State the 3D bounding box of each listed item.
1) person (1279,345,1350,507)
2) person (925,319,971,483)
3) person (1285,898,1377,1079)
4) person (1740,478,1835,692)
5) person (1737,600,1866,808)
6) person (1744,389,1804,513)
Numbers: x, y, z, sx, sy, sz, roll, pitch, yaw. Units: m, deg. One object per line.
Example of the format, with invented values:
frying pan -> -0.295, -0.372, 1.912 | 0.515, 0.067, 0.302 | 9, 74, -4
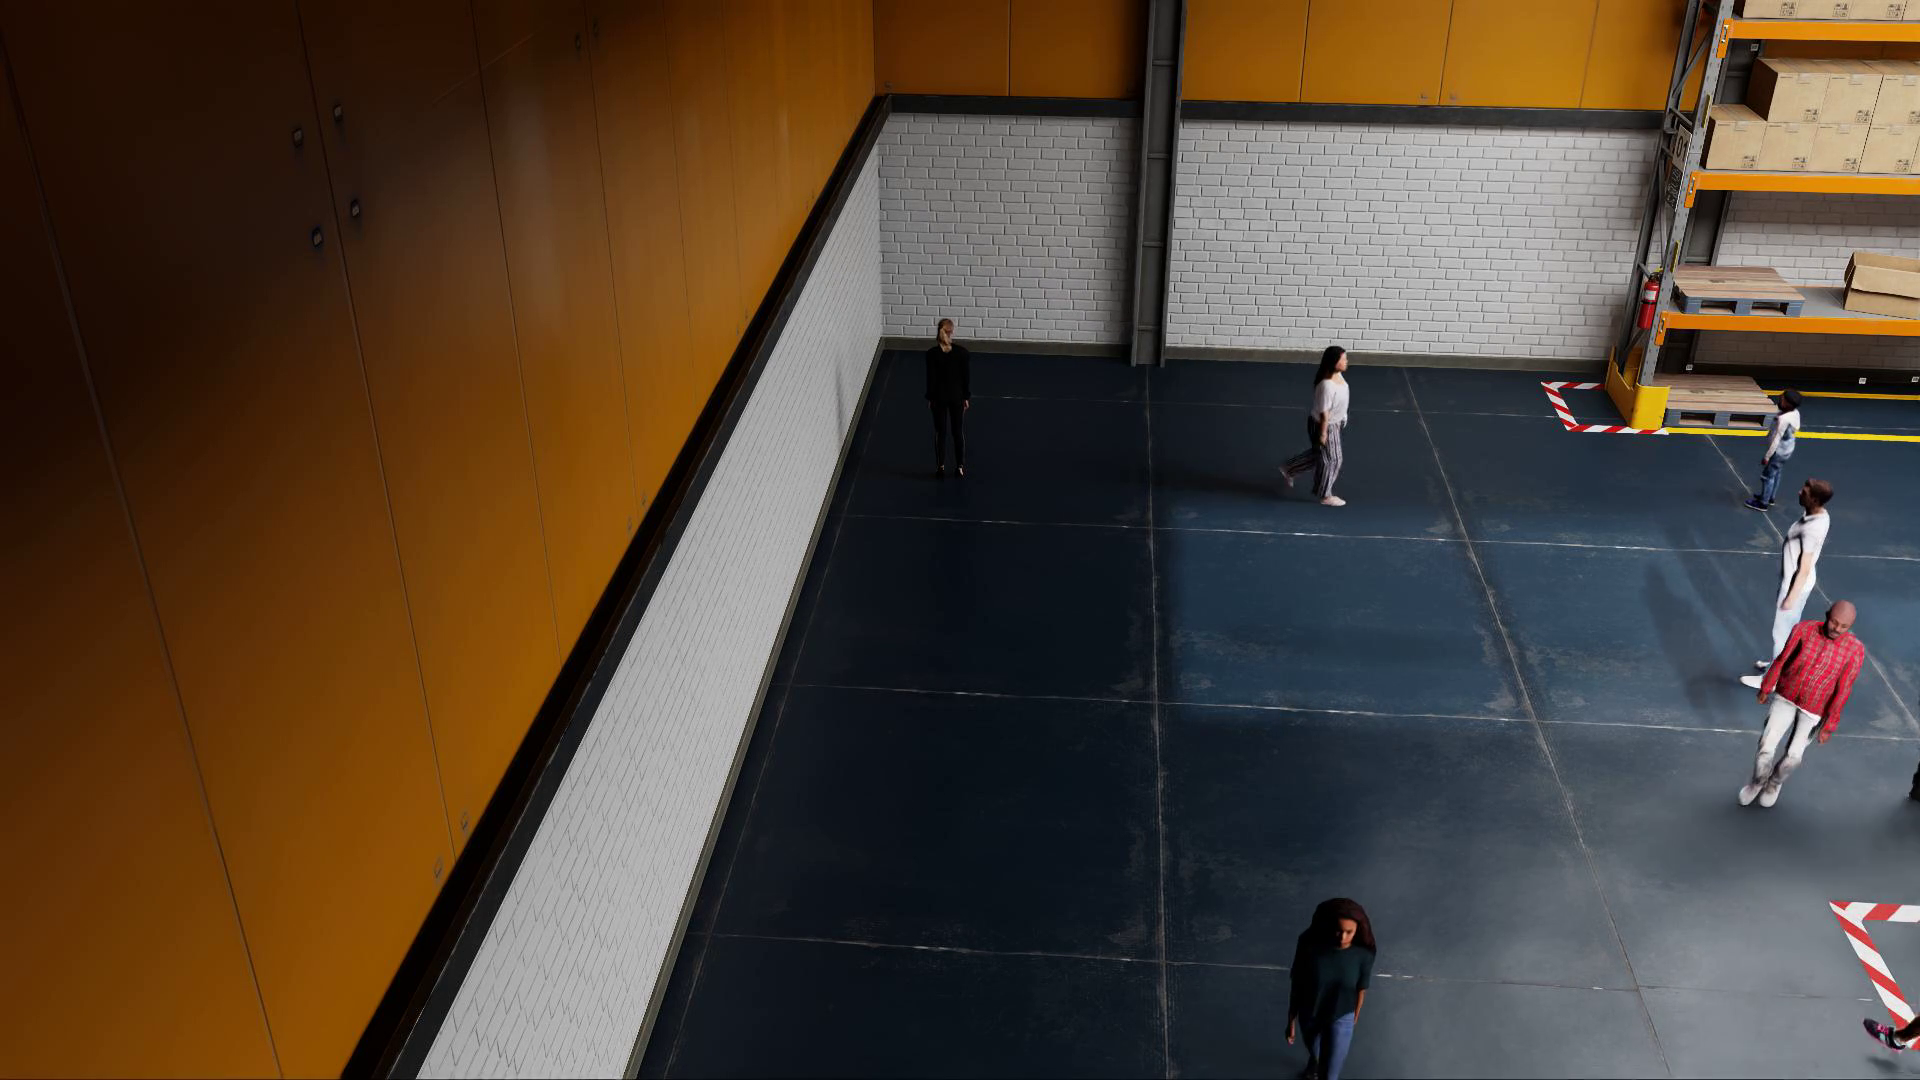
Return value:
person -> 3.486, -1.132, 16.180 | 0.973, 1.663, 0.780 | 8, 30, 14
person -> -0.124, -1.391, 16.612 | 0.516, 1.704, 0.702 | -3, 29, -5
person -> 2.060, 2.620, 9.395 | 1.100, 1.573, 0.833 | 9, 30, 16
person -> 6.691, 0.354, 13.258 | 0.738, 1.853, 0.739 | 17, 33, 28
person -> 6.069, 1.125, 11.909 | 0.838, 1.791, 0.939 | 25, 37, 37
person -> 7.954, -0.878, 16.134 | 0.589, 1.261, 0.647 | -24, 36, -36
